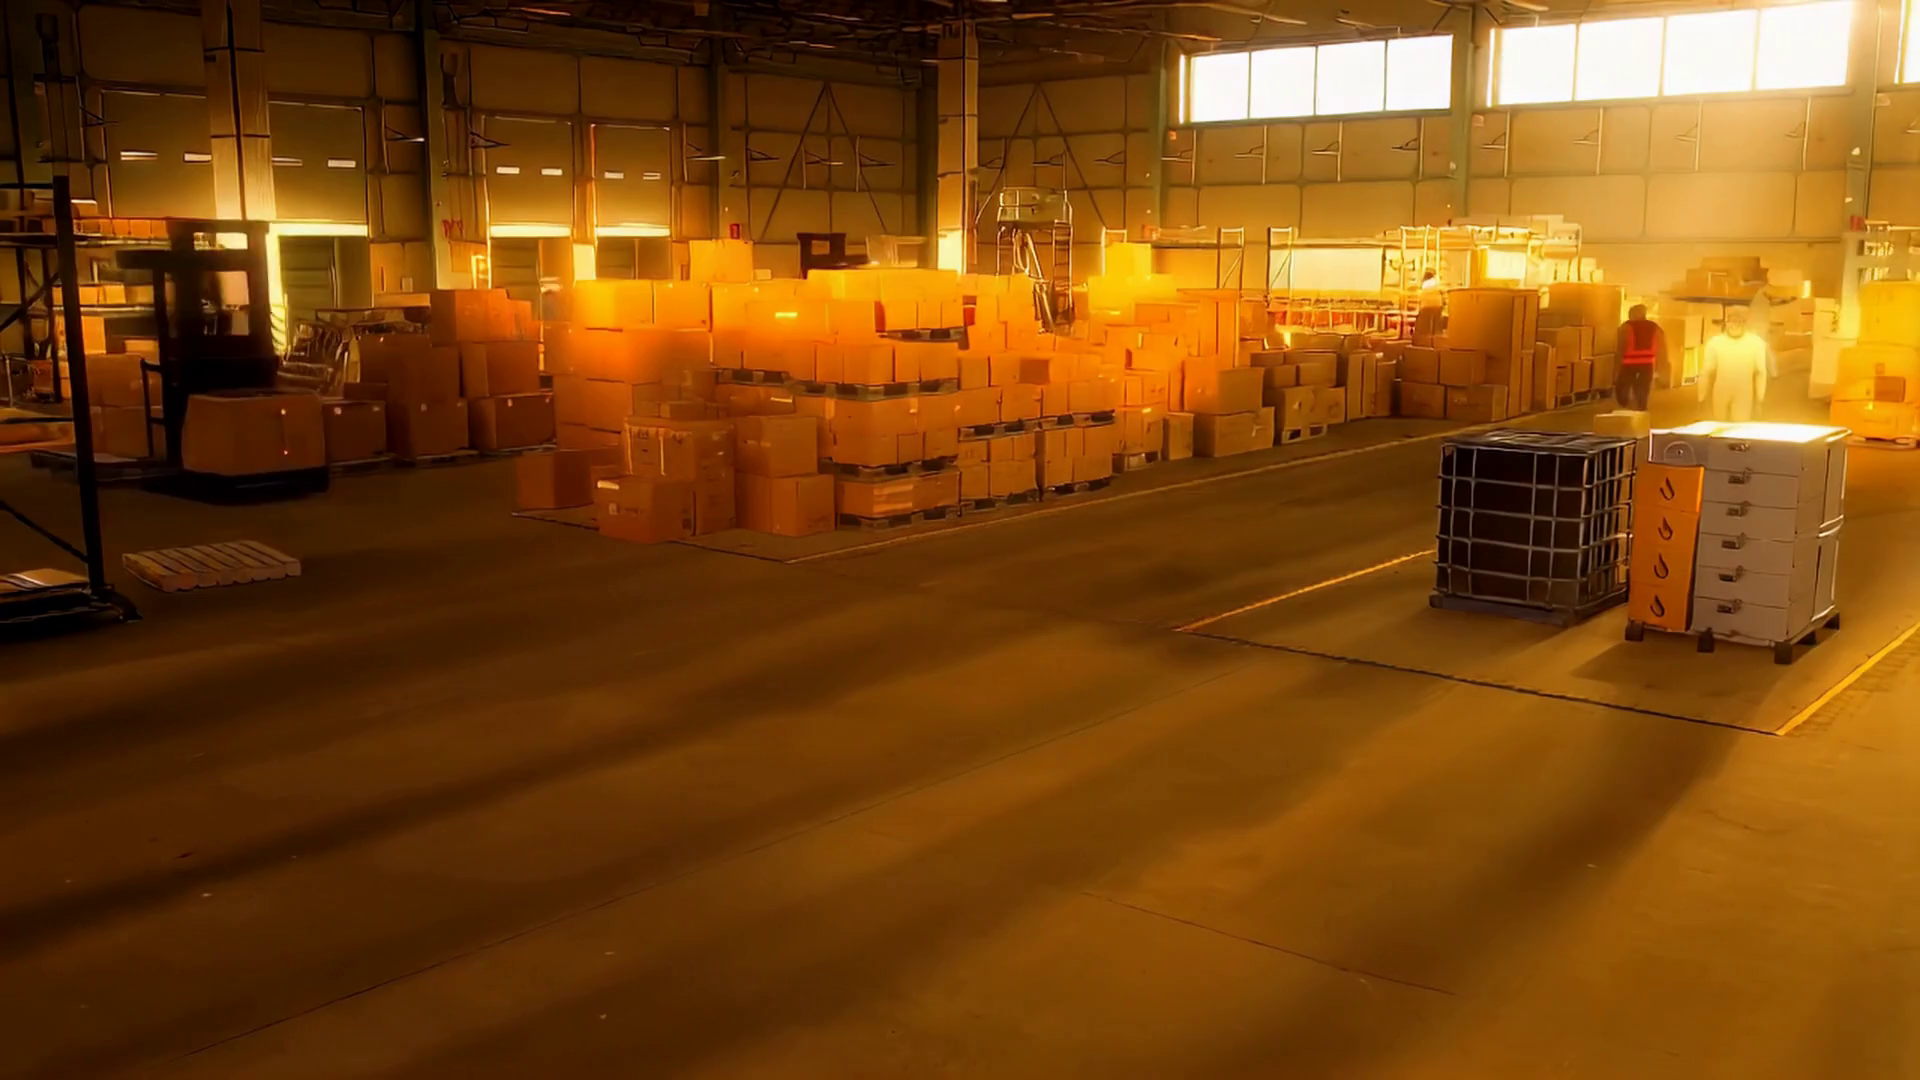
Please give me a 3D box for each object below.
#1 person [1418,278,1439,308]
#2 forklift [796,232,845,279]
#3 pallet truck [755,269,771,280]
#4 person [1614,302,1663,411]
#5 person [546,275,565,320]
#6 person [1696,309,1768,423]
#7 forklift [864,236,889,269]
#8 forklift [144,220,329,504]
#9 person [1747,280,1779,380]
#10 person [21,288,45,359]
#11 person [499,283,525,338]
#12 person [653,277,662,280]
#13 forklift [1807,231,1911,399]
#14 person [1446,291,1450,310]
[{"bbox_3d":[9.496,-4.356,33.887,0.377,1.932,0.551,-3,10,-15],"label":"person"},{"bbox_3d":[-2.551,-4.254,30.611,1.873,2.768,1.129,8,13,40],"label":"forklift"},{"bbox_3d":[-4.996,-6.432,45.525,1.885,1.965,0.823,-6,12,-32],"label":"pallet truck"},{"bbox_3d":[9.100,-2.278,22.371,0.657,1.825,0.429,0,10,1],"label":"person"},{"bbox_3d":[-9.478,-5.256,39.081,0.442,1.907,0.603,-8,13,-38],"label":"person"},{"bbox_3d":[8.248,-1.515,17.834,0.658,1.886,1.004,6,12,31],"label":"person"},{"bbox_3d":[-1.954,-5.812,39.481,1.873,2.768,1.129,2,10,12],"label":"forklift"},{"bbox_3d":[-7.496,-1.874,17.060,1.873,2.768,1.129,8,13,40],"label":"forklift"},{"bbox_3d":[15.483,-4.061,32.210,0.639,1.941,1.037,-5,11,-27],"label":"person"},{"bbox_3d":[-20.237,-4.604,36.031,0.706,1.673,0.541,-6,12,-30],"label":"person"},{"bbox_3d":[-7.826,-3.460,28.776,0.630,1.938,0.372,0,10,1],"label":"person"},{"bbox_3d":[-6.519,-4.726,36.014,0.636,1.931,0.377,-5,11,-25],"label":"person"},{"bbox_3d":[15.129,-3.738,27.674,1.873,2.768,1.129,-8,13,-40],"label":"forklift"},{"bbox_3d":[10.025,-4.217,33.814,0.566,1.673,0.455,-9,14,-42],"label":"person"}]
